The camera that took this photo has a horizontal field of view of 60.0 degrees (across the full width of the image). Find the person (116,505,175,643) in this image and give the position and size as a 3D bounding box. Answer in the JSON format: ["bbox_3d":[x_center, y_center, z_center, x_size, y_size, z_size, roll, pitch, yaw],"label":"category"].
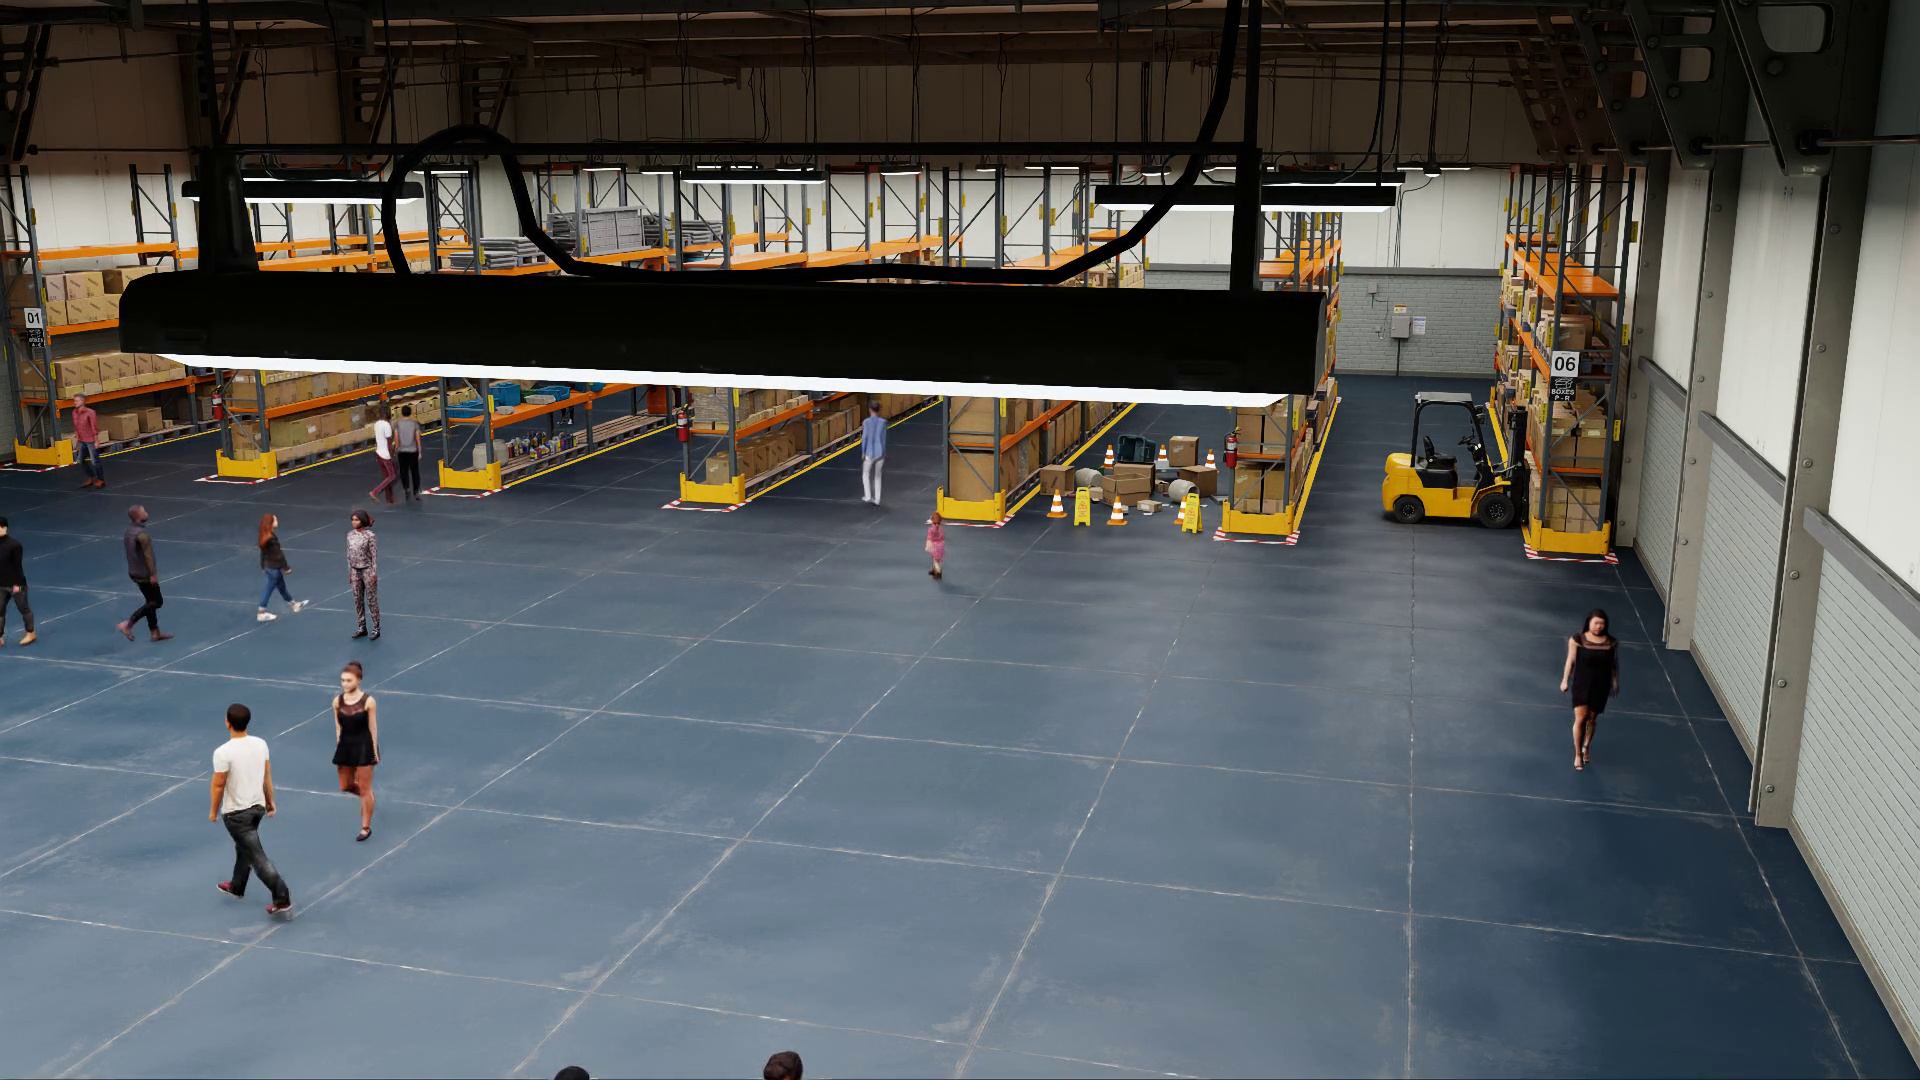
[{"bbox_3d":[-10.566,0.467,21.383,1.080,1.823,0.976,-12,17,-41],"label":"person"}]

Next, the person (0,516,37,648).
[{"bbox_3d":[-12.162,0.524,21.412,0.666,1.699,0.912,3,13,12],"label":"person"}]

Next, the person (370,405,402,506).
[{"bbox_3d":[-10.382,-1.494,29.854,0.972,1.821,0.887,-11,17,-41],"label":"person"}]

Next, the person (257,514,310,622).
[{"bbox_3d":[-9.386,0.396,22.529,1.016,1.444,0.910,-9,16,-35],"label":"person"}]

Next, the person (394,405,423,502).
[{"bbox_3d":[-10.127,-1.596,30.489,1.015,1.735,1.141,-5,14,-22],"label":"person"}]

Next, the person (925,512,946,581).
[{"bbox_3d":[-0.325,0.097,24.778,0.606,1.012,0.642,-11,17,-41],"label":"person"}]

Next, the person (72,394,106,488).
[{"bbox_3d":[-16.541,-1.887,31.597,0.695,1.801,0.673,3,13,13],"label":"person"}]

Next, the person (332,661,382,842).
[{"bbox_3d":[-5.548,1.926,15.433,0.639,1.665,0.820,1,13,4],"label":"person"}]

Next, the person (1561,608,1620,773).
[{"bbox_3d":[6.482,1.512,17.158,0.741,1.693,0.796,2,13,7],"label":"person"}]

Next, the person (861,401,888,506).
[{"bbox_3d":[-1.515,-1.552,29.992,0.876,1.873,0.939,-5,14,-22],"label":"person"}]

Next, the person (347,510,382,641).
[{"bbox_3d":[-7.780,0.446,21.717,0.564,1.713,0.550,4,14,16],"label":"person"}]

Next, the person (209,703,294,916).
[{"bbox_3d":[-5.850,2.267,13.749,0.832,1.760,1.161,6,14,24],"label":"person"}]
